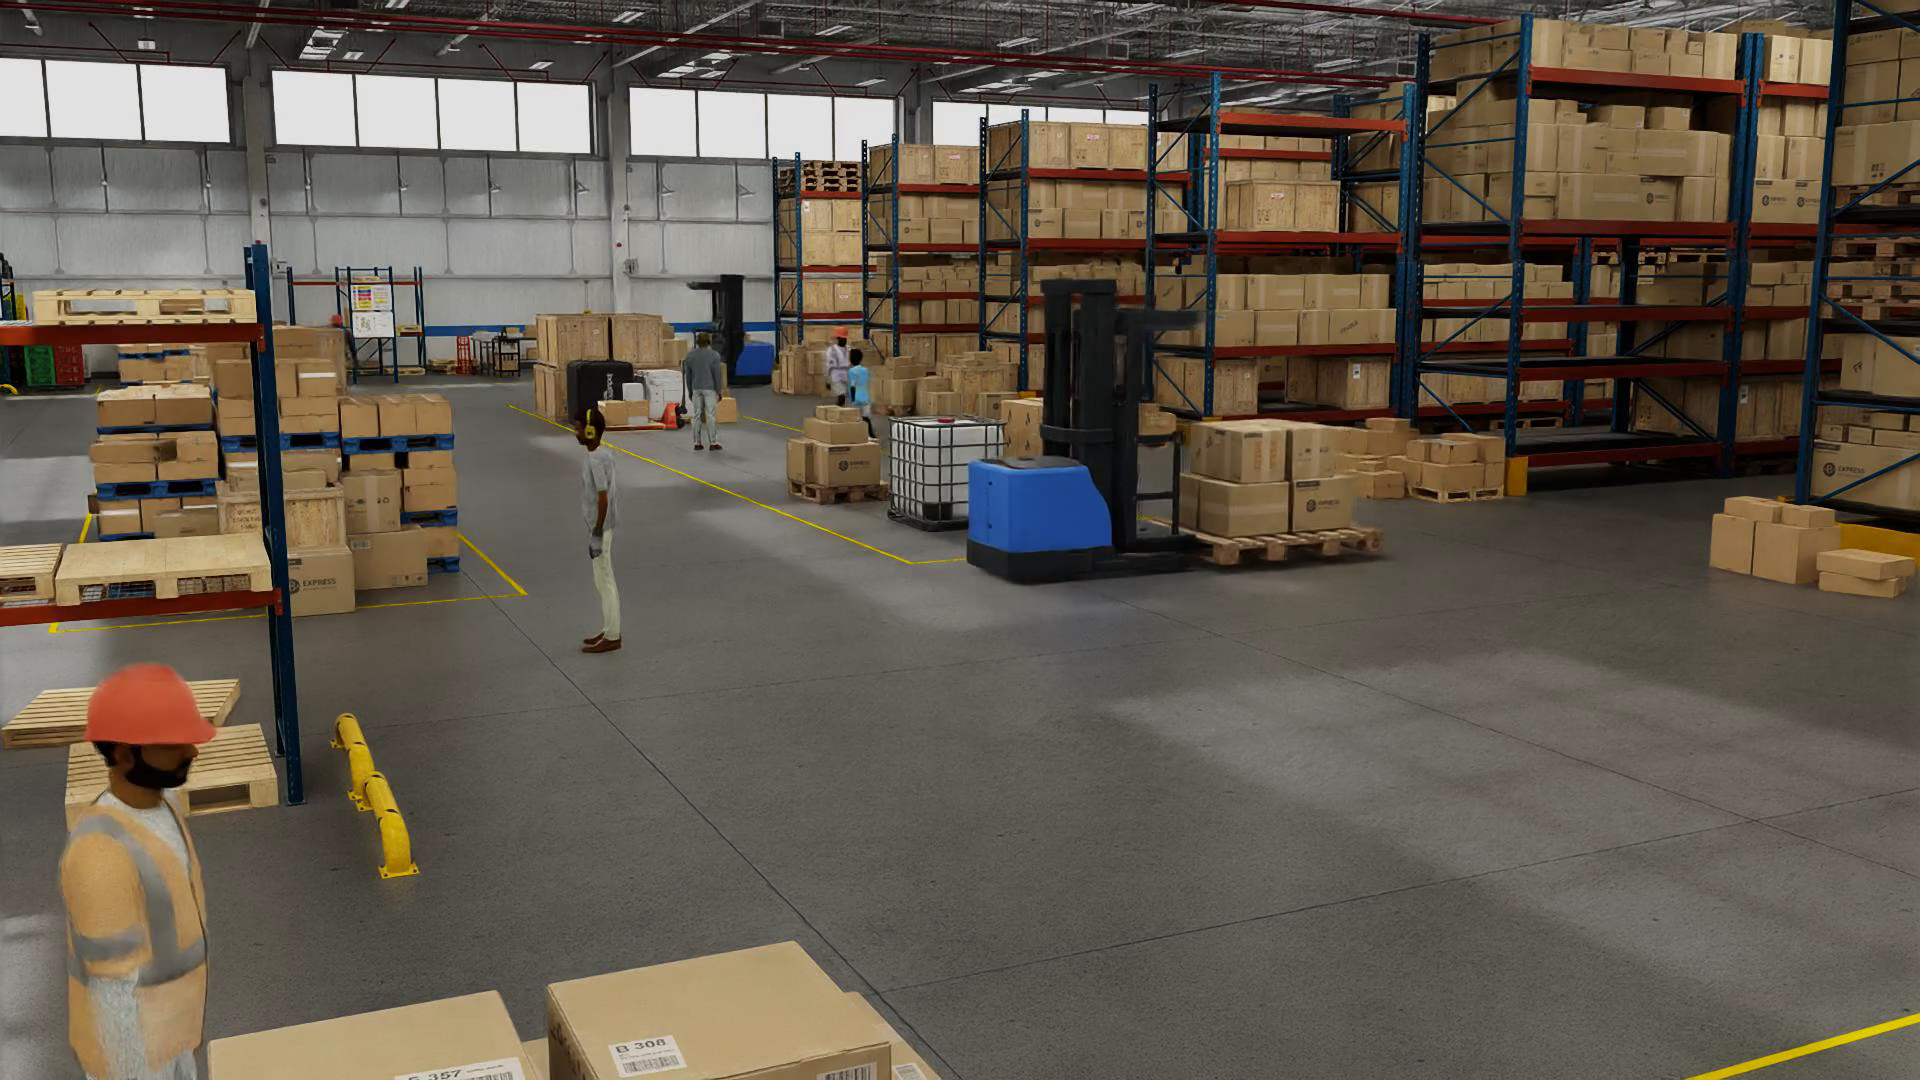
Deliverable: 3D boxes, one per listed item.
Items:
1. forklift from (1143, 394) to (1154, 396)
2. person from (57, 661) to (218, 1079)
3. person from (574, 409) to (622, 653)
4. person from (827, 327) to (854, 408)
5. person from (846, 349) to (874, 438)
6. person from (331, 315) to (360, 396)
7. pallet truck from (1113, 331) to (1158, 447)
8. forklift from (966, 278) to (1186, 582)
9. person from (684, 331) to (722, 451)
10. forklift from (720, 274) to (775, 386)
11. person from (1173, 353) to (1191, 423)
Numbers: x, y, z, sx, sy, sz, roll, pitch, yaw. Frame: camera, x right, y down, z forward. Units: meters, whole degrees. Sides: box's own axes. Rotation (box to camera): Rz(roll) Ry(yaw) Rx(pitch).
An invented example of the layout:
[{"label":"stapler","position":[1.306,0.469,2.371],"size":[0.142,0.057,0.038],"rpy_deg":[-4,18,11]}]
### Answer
[{"label":"forklift","position":[4.613,-4.667,38.044],"size":[1.129,2.768,1.873],"rpy_deg":[-4,10,-25]},{"label":"person","position":[-2.038,1.254,4.235],"size":[0.380,1.933,0.550],"rpy_deg":[-2,9,-12]},{"label":"person","position":[-2.753,-0.069,12.655],"size":[0.309,1.864,0.535],"rpy_deg":[-1,9,-8]},{"label":"person","position":[-2.076,-2.898,30.114],"size":[0.547,1.899,0.854],"rpy_deg":[-8,12,-40]},{"label":"person","position":[-1.716,-2.239,26.755],"size":[0.867,1.646,0.545],"rpy_deg":[5,11,30]},{"label":"person","position":[-13.592,-3.982,36.653],"size":[0.980,1.942,0.622],"rpy_deg":[6,11,35]},{"label":"pallet truck","position":[2.881,-2.596,27.923],"size":[0.823,1.965,1.885],"rpy_deg":[-1,9,-7]},{"label":"forklift","position":[1.097,-1.100,15.914],"size":[1.873,2.768,1.129],"rpy_deg":[-4,10,-25]},{"label":"person","position":[-4.141,-2.410,26.957],"size":[0.630,1.939,0.370],"rpy_deg":[2,9,14]},{"label":"forklift","position":[-5.698,-5.280,41.845],"size":[1.873,2.768,1.129],"rpy_deg":[-4,10,-25]},{"label":"person","position":[4.276,-3.167,31.951],"size":[0.429,1.844,0.626],"rpy_deg":[7,12,38]}]
